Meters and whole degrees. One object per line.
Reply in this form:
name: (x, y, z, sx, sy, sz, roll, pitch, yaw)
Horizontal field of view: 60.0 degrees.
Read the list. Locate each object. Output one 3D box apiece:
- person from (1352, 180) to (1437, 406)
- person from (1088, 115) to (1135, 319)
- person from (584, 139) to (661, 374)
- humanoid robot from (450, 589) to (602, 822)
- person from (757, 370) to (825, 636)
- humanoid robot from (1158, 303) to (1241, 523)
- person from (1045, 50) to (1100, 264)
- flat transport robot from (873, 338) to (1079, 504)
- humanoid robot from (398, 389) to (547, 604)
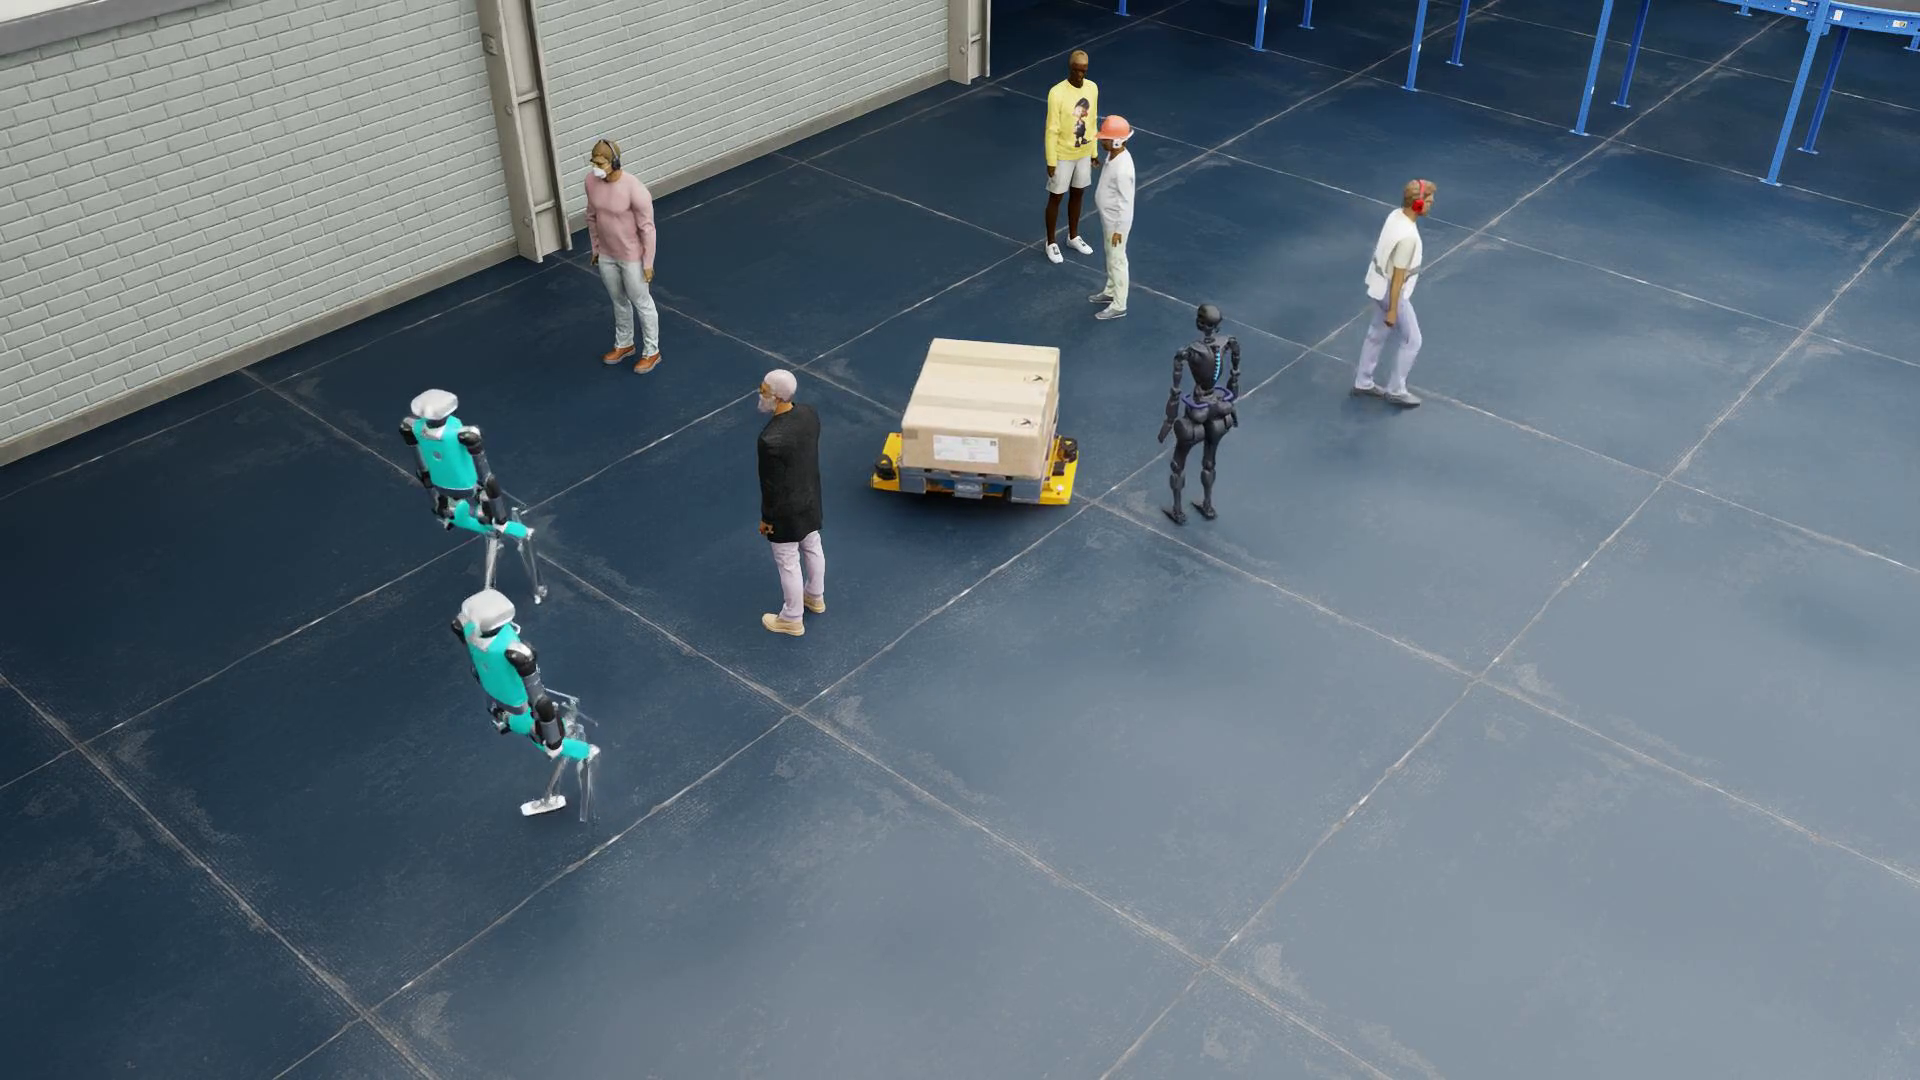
person: (3.409, -1.875, 12.674, 0.641, 1.820, 0.585, 2, 35, 2)
person: (1.268, -2.697, 13.893, 0.340, 1.750, 0.563, -2, 36, -3)
person: (-2.653, -2.237, 13.091, 0.632, 1.937, 0.353, 20, 40, 25)
humanoid robot: (-2.196, 0.904, 8.886, 0.550, 1.799, 0.778, 22, 41, 28)
person: (-1.050, -0.236, 10.352, 0.403, 1.856, 0.537, 18, 39, 24)
humanoid robot: (1.651, -0.876, 11.397, 0.609, 1.648, 0.346, -16, 39, -22)
person: (0.988, -3.419, 14.784, 0.541, 1.900, 0.374, -19, 40, -25)
flat transport robot: (0.126, -0.562, 12.177, 1.431, 0.231, 0.659, 5, 36, 8)
humanoid robot: (-3.015, -0.269, 10.526, 0.549, 1.798, 0.824, 9, 37, 13)
